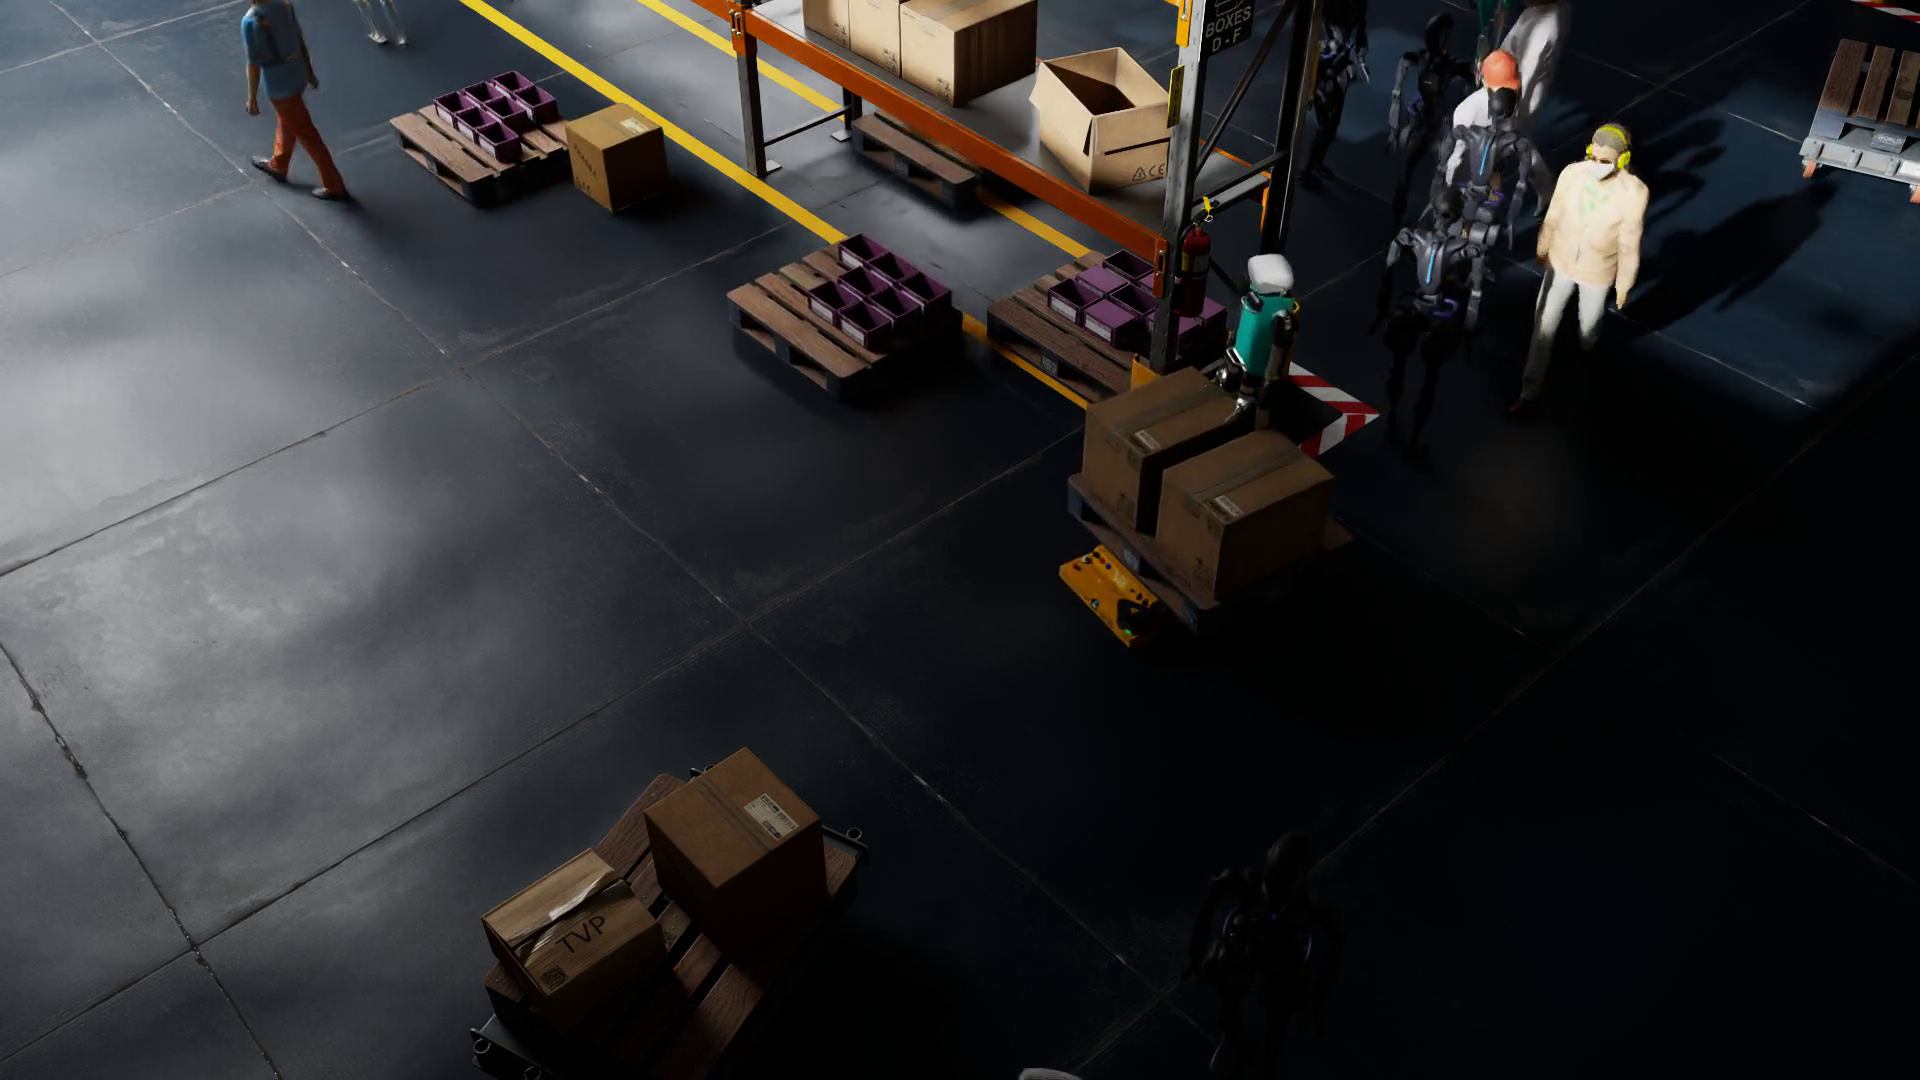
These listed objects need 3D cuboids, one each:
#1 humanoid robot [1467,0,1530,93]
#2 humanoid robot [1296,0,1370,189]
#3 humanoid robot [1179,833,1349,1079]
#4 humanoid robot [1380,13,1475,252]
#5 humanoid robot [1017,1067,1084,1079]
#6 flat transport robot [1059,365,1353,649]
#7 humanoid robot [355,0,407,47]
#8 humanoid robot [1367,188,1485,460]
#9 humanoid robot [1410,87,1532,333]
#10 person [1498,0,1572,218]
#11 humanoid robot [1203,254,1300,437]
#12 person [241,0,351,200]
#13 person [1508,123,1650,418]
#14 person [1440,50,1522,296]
[{"bbox_3d":[4.111,-4.247,12.639,0.542,1.768,0.888,11,44,12],"label":"humanoid robot"},{"bbox_3d":[2.637,-3.288,11.630,0.592,1.653,0.371,-27,49,-26],"label":"humanoid robot"},{"bbox_3d":[1.122,1.645,6.268,0.605,1.642,0.558,14,45,15],"label":"humanoid robot"},{"bbox_3d":[3.163,-2.715,11.046,0.608,1.651,0.658,32,52,30],"label":"humanoid robot"},{"bbox_3d":[0.272,2.476,5.326,0.562,1.771,0.849,5,43,5],"label":"humanoid robot"},{"bbox_3d":[1.309,0.067,9.022,1.431,0.231,0.659,-23,47,-23],"label":"flat transport robot"},{"bbox_3d":[-4.823,-4.740,13.196,0.546,1.813,0.793,-19,46,-20],"label":"humanoid robot"},{"bbox_3d":[2.614,-1.215,9.376,0.611,1.650,0.339,18,45,18],"label":"humanoid robot"},{"bbox_3d":[3.146,-2.026,10.258,0.599,1.639,0.331,17,45,18],"label":"humanoid robot"},{"bbox_3d":[3.777,-2.970,11.129,0.720,1.884,0.666,26,49,26],"label":"person"},{"bbox_3d":[1.321,-0.655,8.739,0.731,1.803,0.535,-10,43,-10],"label":"humanoid robot"},{"bbox_3d":[-4.758,-3.155,11.444,0.870,1.726,0.524,9,43,10],"label":"person"},{"bbox_3d":[3.659,-1.626,9.716,0.600,1.848,0.910,26,48,25],"label":"person"},{"bbox_3d":[3.320,-2.344,10.572,0.647,1.714,0.375,-32,51,-30],"label":"person"}]
